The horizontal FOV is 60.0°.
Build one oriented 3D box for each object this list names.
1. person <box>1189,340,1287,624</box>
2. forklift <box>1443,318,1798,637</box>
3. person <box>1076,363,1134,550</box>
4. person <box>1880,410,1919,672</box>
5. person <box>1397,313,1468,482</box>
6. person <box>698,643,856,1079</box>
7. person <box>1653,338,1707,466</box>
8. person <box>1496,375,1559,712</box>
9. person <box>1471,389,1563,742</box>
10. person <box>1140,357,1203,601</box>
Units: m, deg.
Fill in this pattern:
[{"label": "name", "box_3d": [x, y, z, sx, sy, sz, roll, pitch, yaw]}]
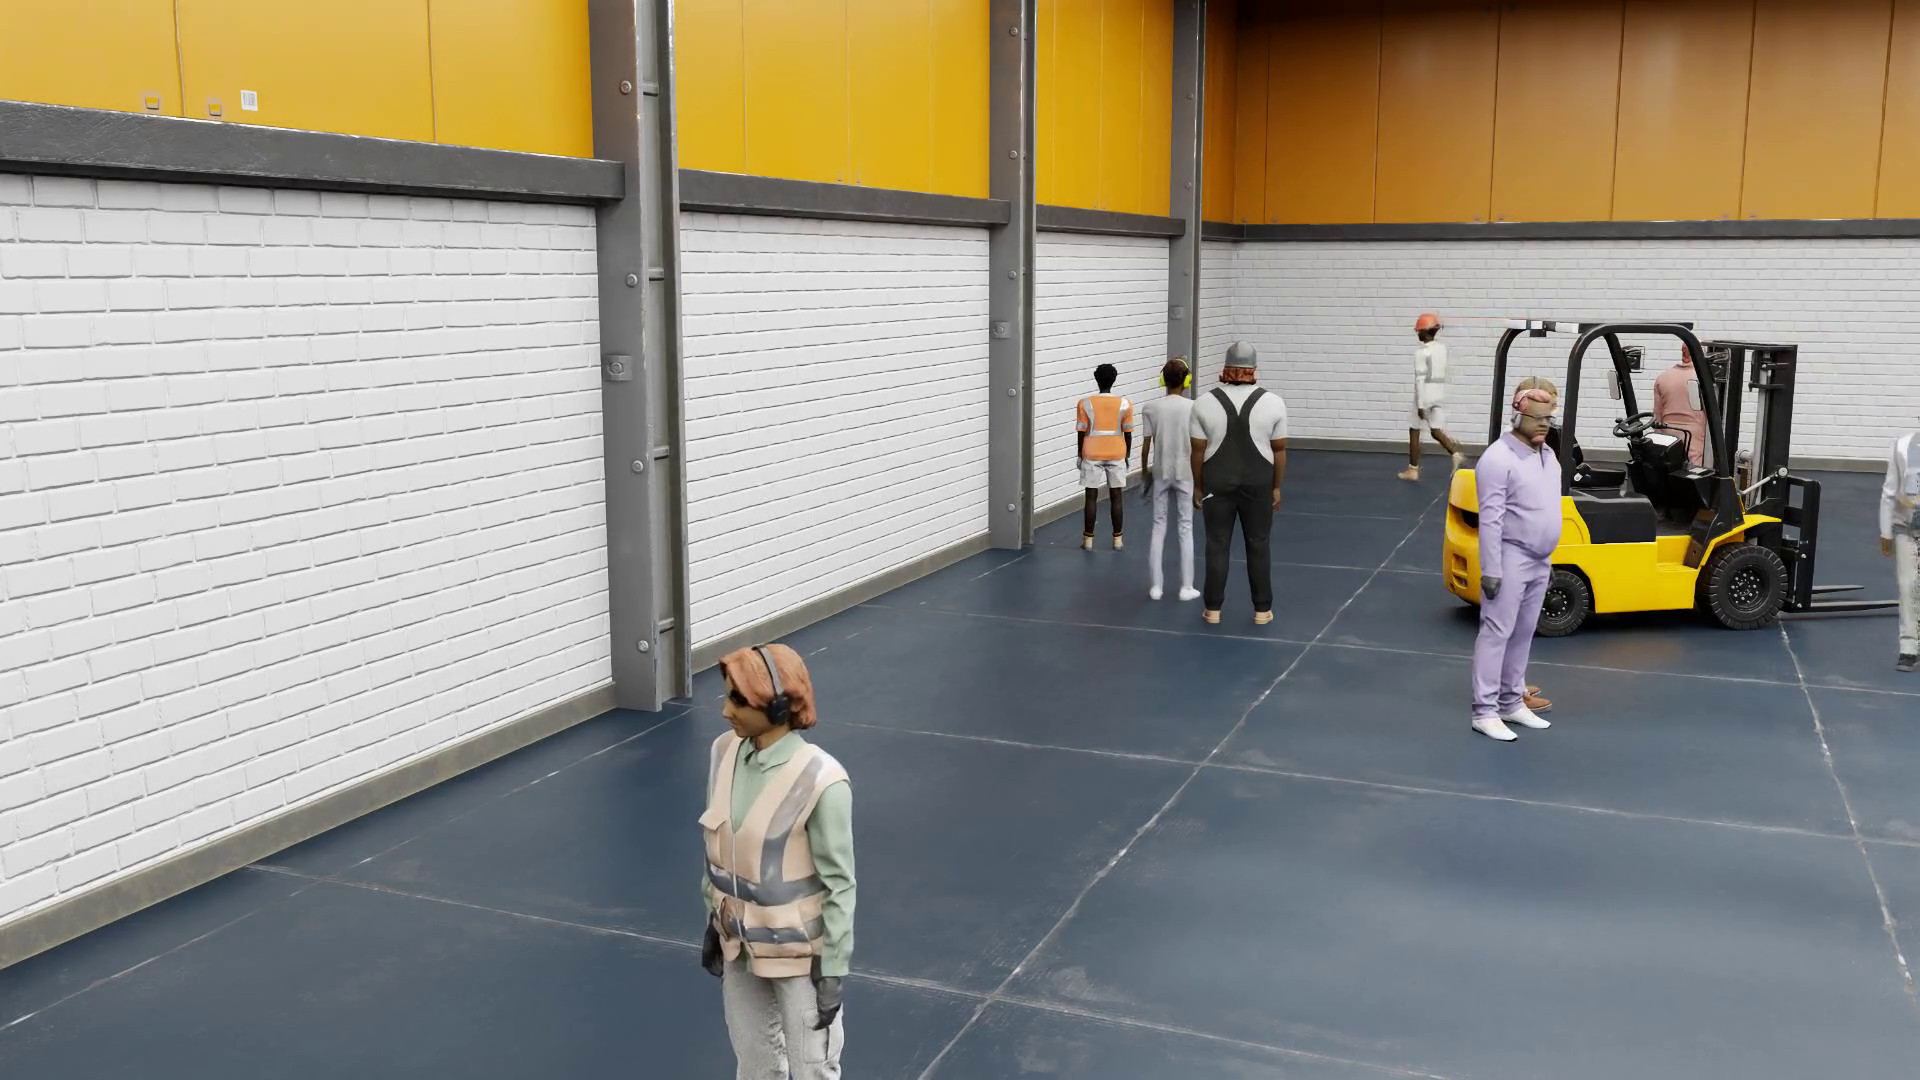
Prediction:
[{"label": "person", "box_3d": [1.990, -0.415, 11.959, 0.682, 2.000, 0.536, 2, 10, 10]}, {"label": "forklift", "box_3d": [4.706, -0.497, 11.990, 2.313, 2.155, 1.214, -2, 10, -10]}, {"label": "person", "box_3d": [1.302, -0.744, 15.023, 0.534, 1.688, 0.318, -1, 9, -5]}, {"label": "person", "box_3d": [6.143, -0.070, 10.518, 0.613, 1.822, 0.439, 9, 13, 42]}, {"label": "person", "box_3d": [5.599, -1.667, 19.637, 0.612, 2.017, 0.848, -6, 11, -32]}, {"label": "person", "box_3d": [-0.469, 1.060, 4.249, 0.513, 1.635, 0.313, 8, 13, 42]}, {"label": "person", "box_3d": [6.735, -0.913, 15.377, 0.408, 1.906, 0.652, -6, 11, -33]}, {"label": "person", "box_3d": [3.272, 0.015, 9.667, 0.373, 1.939, 0.628, 2, 10, 11]}, {"label": "person", "box_3d": [3.068, 0.129, 9.076, 0.645, 1.905, 0.400, -8, 12, -40]}, {"label": "person", "box_3d": [1.643, -0.461, 12.762, 0.527, 1.867, 0.316, 3, 10, 17]}]
